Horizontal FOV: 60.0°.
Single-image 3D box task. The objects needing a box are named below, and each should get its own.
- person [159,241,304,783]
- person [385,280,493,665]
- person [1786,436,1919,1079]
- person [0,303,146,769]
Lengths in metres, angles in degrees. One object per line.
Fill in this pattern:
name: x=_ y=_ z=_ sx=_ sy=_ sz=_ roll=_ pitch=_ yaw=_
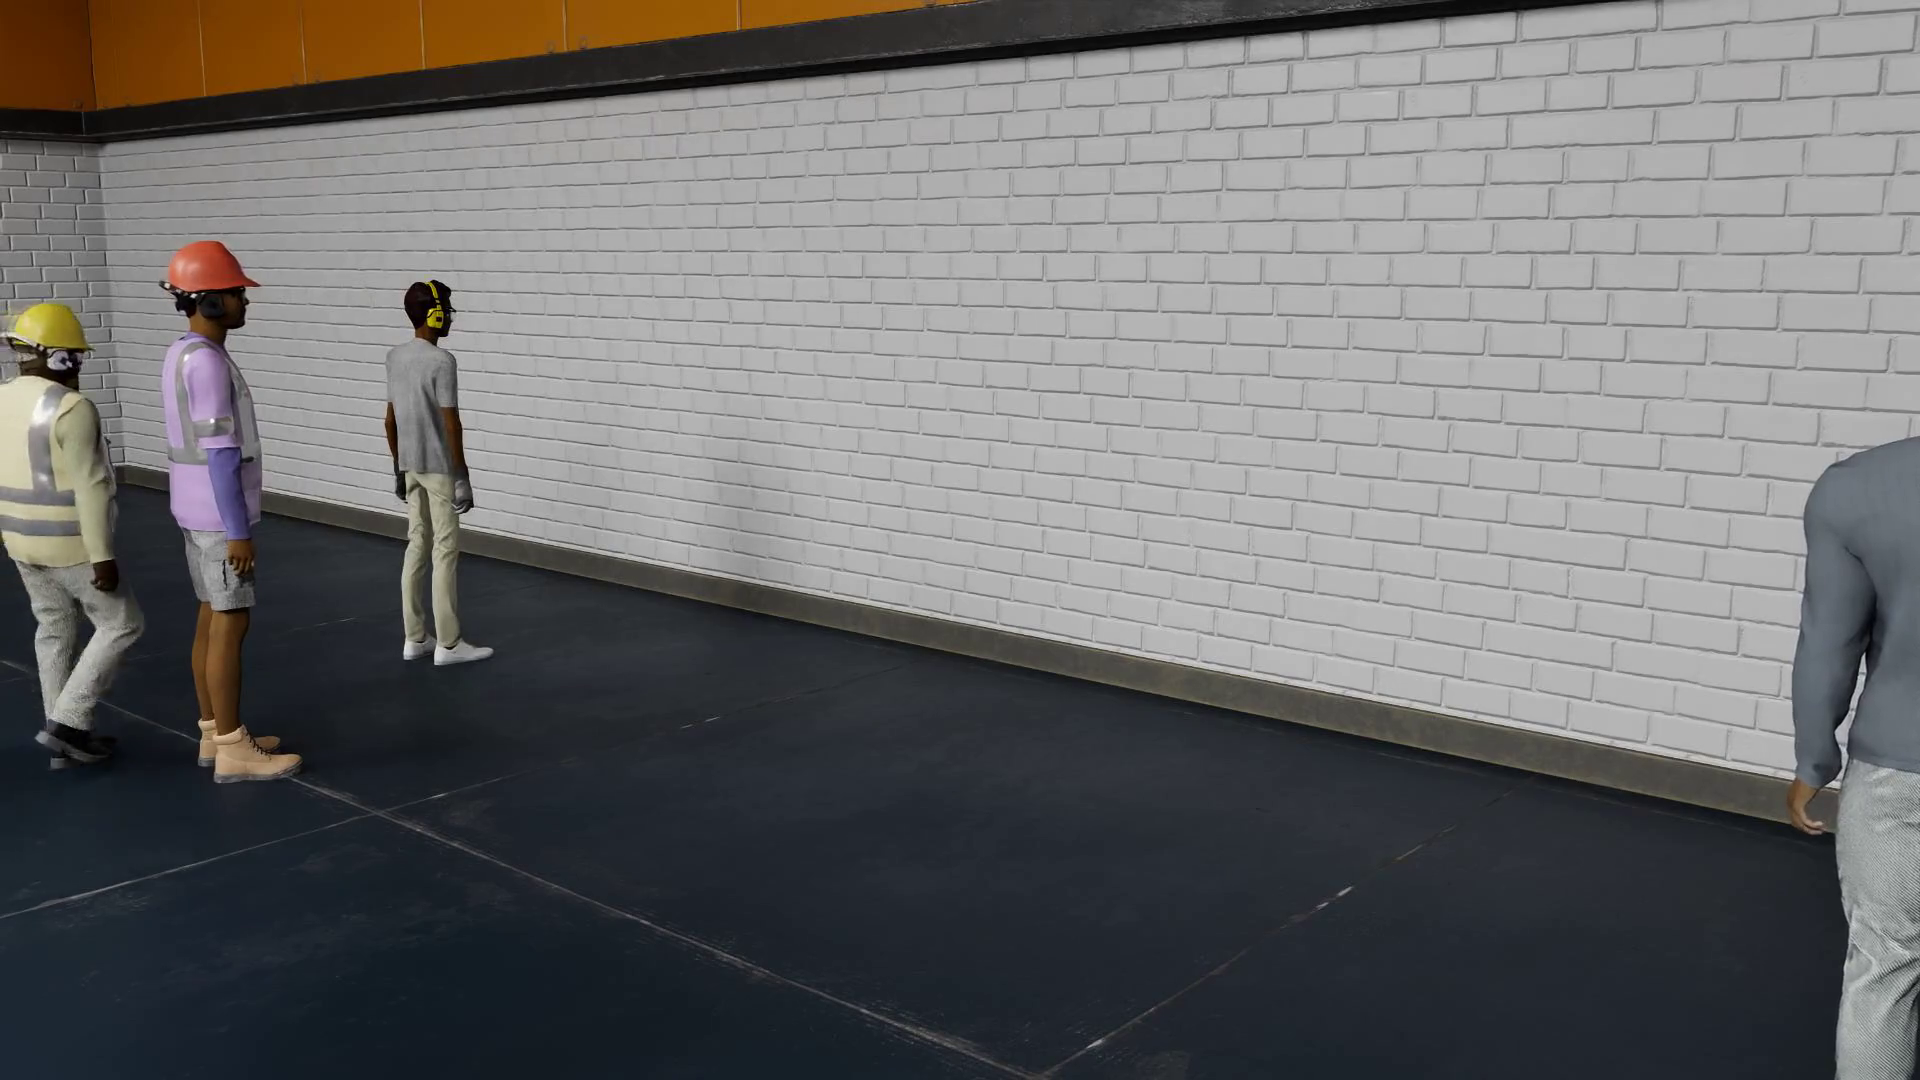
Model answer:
person: x=-2.799 y=-0.102 z=6.343 sx=0.370 sy=2.048 sz=0.607 roll=-7 pitch=12 yaw=-33
person: x=-2.578 y=-0.326 z=8.126 sx=0.535 sy=1.868 sz=0.309 roll=7 pitch=12 yaw=34
person: x=2.012 y=0.476 z=3.363 sx=0.628 sy=1.940 sz=0.378 roll=5 pitch=11 yaw=25
person: x=-3.451 y=0.004 z=6.384 sx=0.622 sy=1.810 sz=0.427 roll=5 pitch=11 yaw=27
